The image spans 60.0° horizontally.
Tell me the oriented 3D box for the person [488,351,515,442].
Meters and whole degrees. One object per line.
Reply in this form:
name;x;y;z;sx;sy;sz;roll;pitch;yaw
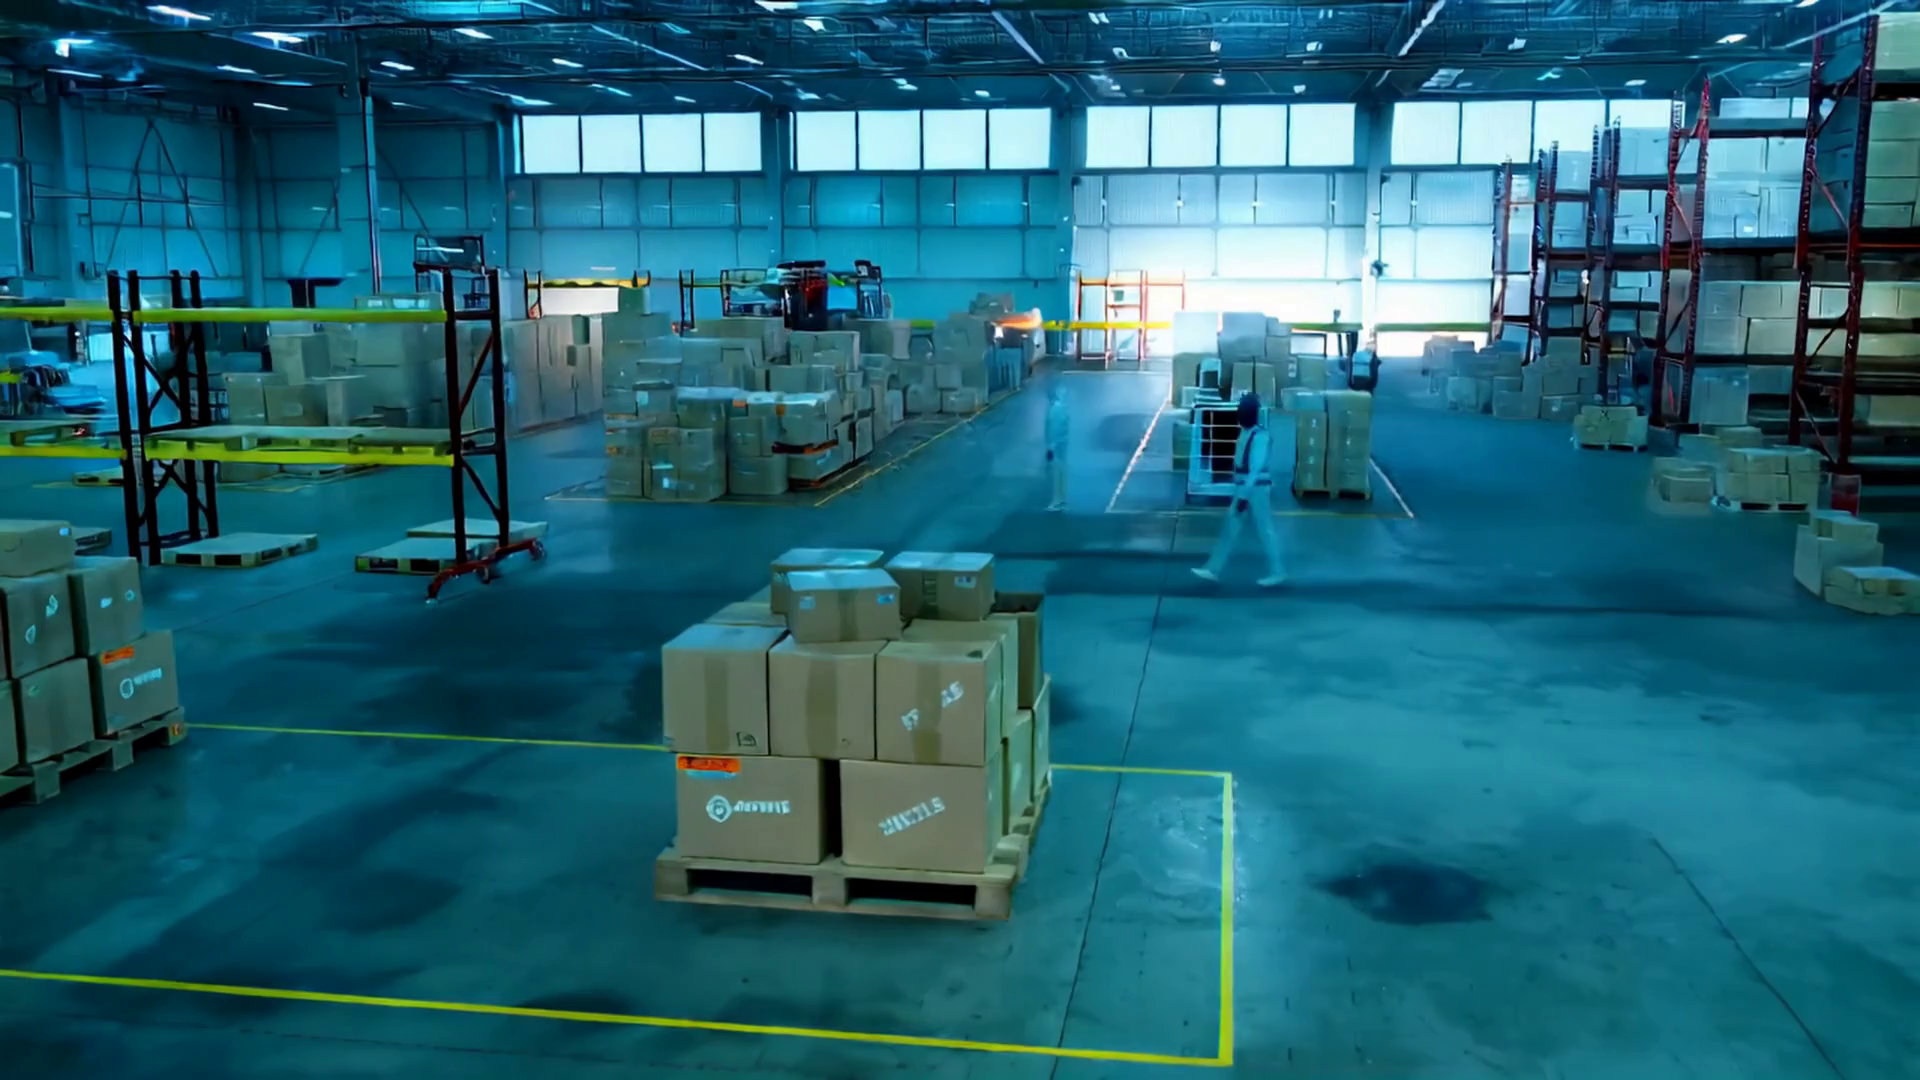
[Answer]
person;-8.070;-2.505;29.233;0.519;1.628;0.413;2;9;13

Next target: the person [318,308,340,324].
person;-18.741;-5.930;49.455;0.644;1.916;0.602;-2;9;-10

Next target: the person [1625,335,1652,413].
person;13.215;-3.069;32.222;0.864;1.799;0.679;9;13;44

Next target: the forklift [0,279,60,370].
forklift;-22.592;-4.798;39.505;1.873;2.768;1.129;1;9;9

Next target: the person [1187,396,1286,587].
person;2.703;-0.454;15.903;0.972;1.832;0.597;-1;9;-7

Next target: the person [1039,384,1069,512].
person;1.181;-1.142;20.828;0.372;1.625;0.518;-1;9;-6

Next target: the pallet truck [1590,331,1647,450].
pallet truck;11.253;-2.573;28.499;0.823;1.965;1.885;5;10;27

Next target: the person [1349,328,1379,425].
person;7.898;-3.178;32.508;0.386;1.911;0.593;-8;12;-42

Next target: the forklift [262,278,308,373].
forklift;-17.134;-5.396;43.196;1.873;2.768;1.129;-3;10;-19

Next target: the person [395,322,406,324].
person;-13.737;-4.542;40.827;0.548;1.936;0.378;2;9;14

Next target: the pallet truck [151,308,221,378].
pallet truck;-21.869;-5.598;47.154;0.823;1.965;1.885;4;10;26
